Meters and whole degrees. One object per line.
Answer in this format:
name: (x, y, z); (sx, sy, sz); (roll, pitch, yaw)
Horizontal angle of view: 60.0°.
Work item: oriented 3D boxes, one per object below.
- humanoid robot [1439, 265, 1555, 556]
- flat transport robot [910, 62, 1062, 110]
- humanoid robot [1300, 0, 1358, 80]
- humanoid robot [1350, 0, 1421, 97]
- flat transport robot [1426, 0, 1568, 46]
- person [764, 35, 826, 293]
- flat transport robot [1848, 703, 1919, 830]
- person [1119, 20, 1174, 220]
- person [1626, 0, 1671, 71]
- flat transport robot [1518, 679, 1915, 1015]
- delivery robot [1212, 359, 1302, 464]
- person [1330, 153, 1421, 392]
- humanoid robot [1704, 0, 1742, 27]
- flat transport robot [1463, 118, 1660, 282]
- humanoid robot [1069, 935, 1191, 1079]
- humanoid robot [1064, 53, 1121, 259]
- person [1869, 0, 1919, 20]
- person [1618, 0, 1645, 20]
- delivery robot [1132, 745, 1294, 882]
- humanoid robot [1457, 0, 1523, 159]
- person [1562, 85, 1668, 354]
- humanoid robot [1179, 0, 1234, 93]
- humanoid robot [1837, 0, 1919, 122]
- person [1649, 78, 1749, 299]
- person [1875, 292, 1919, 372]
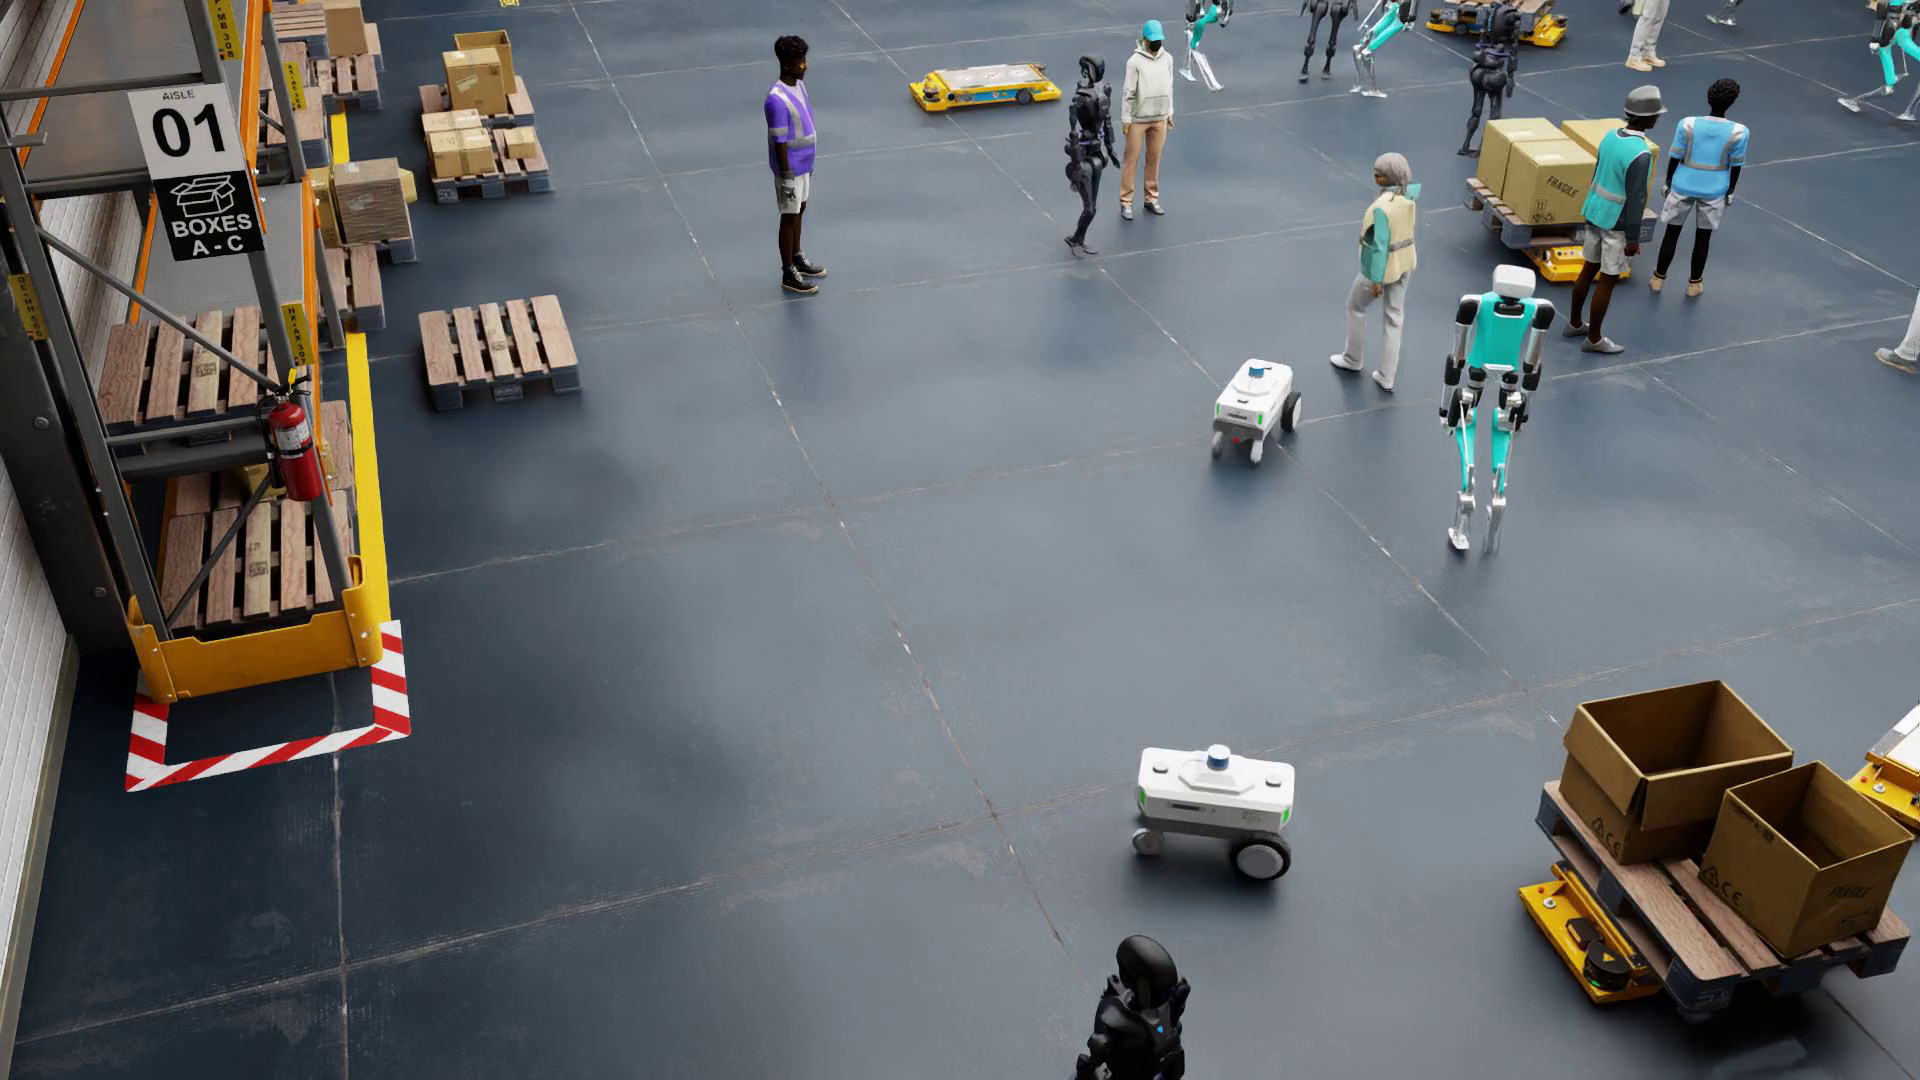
humanoid robot: (3.028, -0.606, 9.519); (0.542, 1.885, 0.667); (3, 33, 5)
flat transport robot: (0.257, -4.616, 16.939); (1.431, 0.231, 0.659); (-9, 34, -13)
humanoid robot: (3.815, -5.547, 17.078); (0.602, 1.655, 0.476); (11, 35, 17)
humanoid robot: (4.252, -5.274, 16.613); (0.805, 1.767, 0.546); (-10, 34, -15)
flat transport robot: (6.086, -5.861, 18.847); (1.431, 0.231, 0.659); (17, 37, 24)
person: (-1.266, -2.876, 12.718); (0.368, 1.965, 0.603); (5, 33, 8)
flat transport robot: (5.058, 1.048, 8.251); (1.431, 0.231, 0.659); (-25, 41, -33)
person: (1.579, -3.532, 13.987); (0.478, 1.674, 0.377); (-12, 35, -18)
person: (7.382, -5.870, 17.405); (0.462, 1.865, 0.360); (-23, 40, -31)
flat transport robot: (3.287, 1.627, 7.363); (1.431, 0.231, 0.659); (-8, 34, -12)
delivery robot: (1.941, -0.895, 10.985); (0.499, 0.612, 0.805); (15, 36, 21)
person: (2.852, -1.853, 11.404); (0.440, 1.684, 0.619); (-20, 38, -27)
humanoid robot: (8.727, -6.555, 18.587); (0.558, 1.784, 0.929); (-8, 34, -12)
flat transport robot: (4.892, -2.510, 13.707); (0.659, 0.231, 1.431); (-4, 33, -6)
humanoid robot: (0.576, 1.966, 5.575); (0.726, 1.627, 0.603); (28, 42, 35)
humanoid robot: (1.046, -3.064, 13.268); (0.340, 1.654, 0.603); (24, 40, 32)
person: (10.944, -6.849, 18.976); (0.579, 1.782, 0.955); (-12, 35, -17)
person: (7.862, -6.869, 18.968); (0.564, 1.832, 0.469); (10, 35, 15)
delivery robot: (1.200, 1.221, 7.738); (0.814, 0.611, 0.499); (6, 34, 9)
humanoid robot: (4.851, -4.328, 15.218); (0.371, 1.641, 0.603); (-10, 34, -14)
person: (4.628, -2.262, 11.799); (0.410, 1.939, 0.565); (-6, 34, -9)
humanoid robot: (2.432, -5.365, 16.747); (0.530, 1.726, 0.978); (-12, 35, -17)
humanoid robot: (9.078, -4.795, 15.905); (0.543, 1.756, 1.043); (-14, 35, -20)
person: (5.611, -2.661, 12.631); (0.541, 1.695, 0.316); (14, 36, 21)
person: (6.953, -1.931, 11.368); (0.577, 1.860, 0.791); (-18, 37, -25)
